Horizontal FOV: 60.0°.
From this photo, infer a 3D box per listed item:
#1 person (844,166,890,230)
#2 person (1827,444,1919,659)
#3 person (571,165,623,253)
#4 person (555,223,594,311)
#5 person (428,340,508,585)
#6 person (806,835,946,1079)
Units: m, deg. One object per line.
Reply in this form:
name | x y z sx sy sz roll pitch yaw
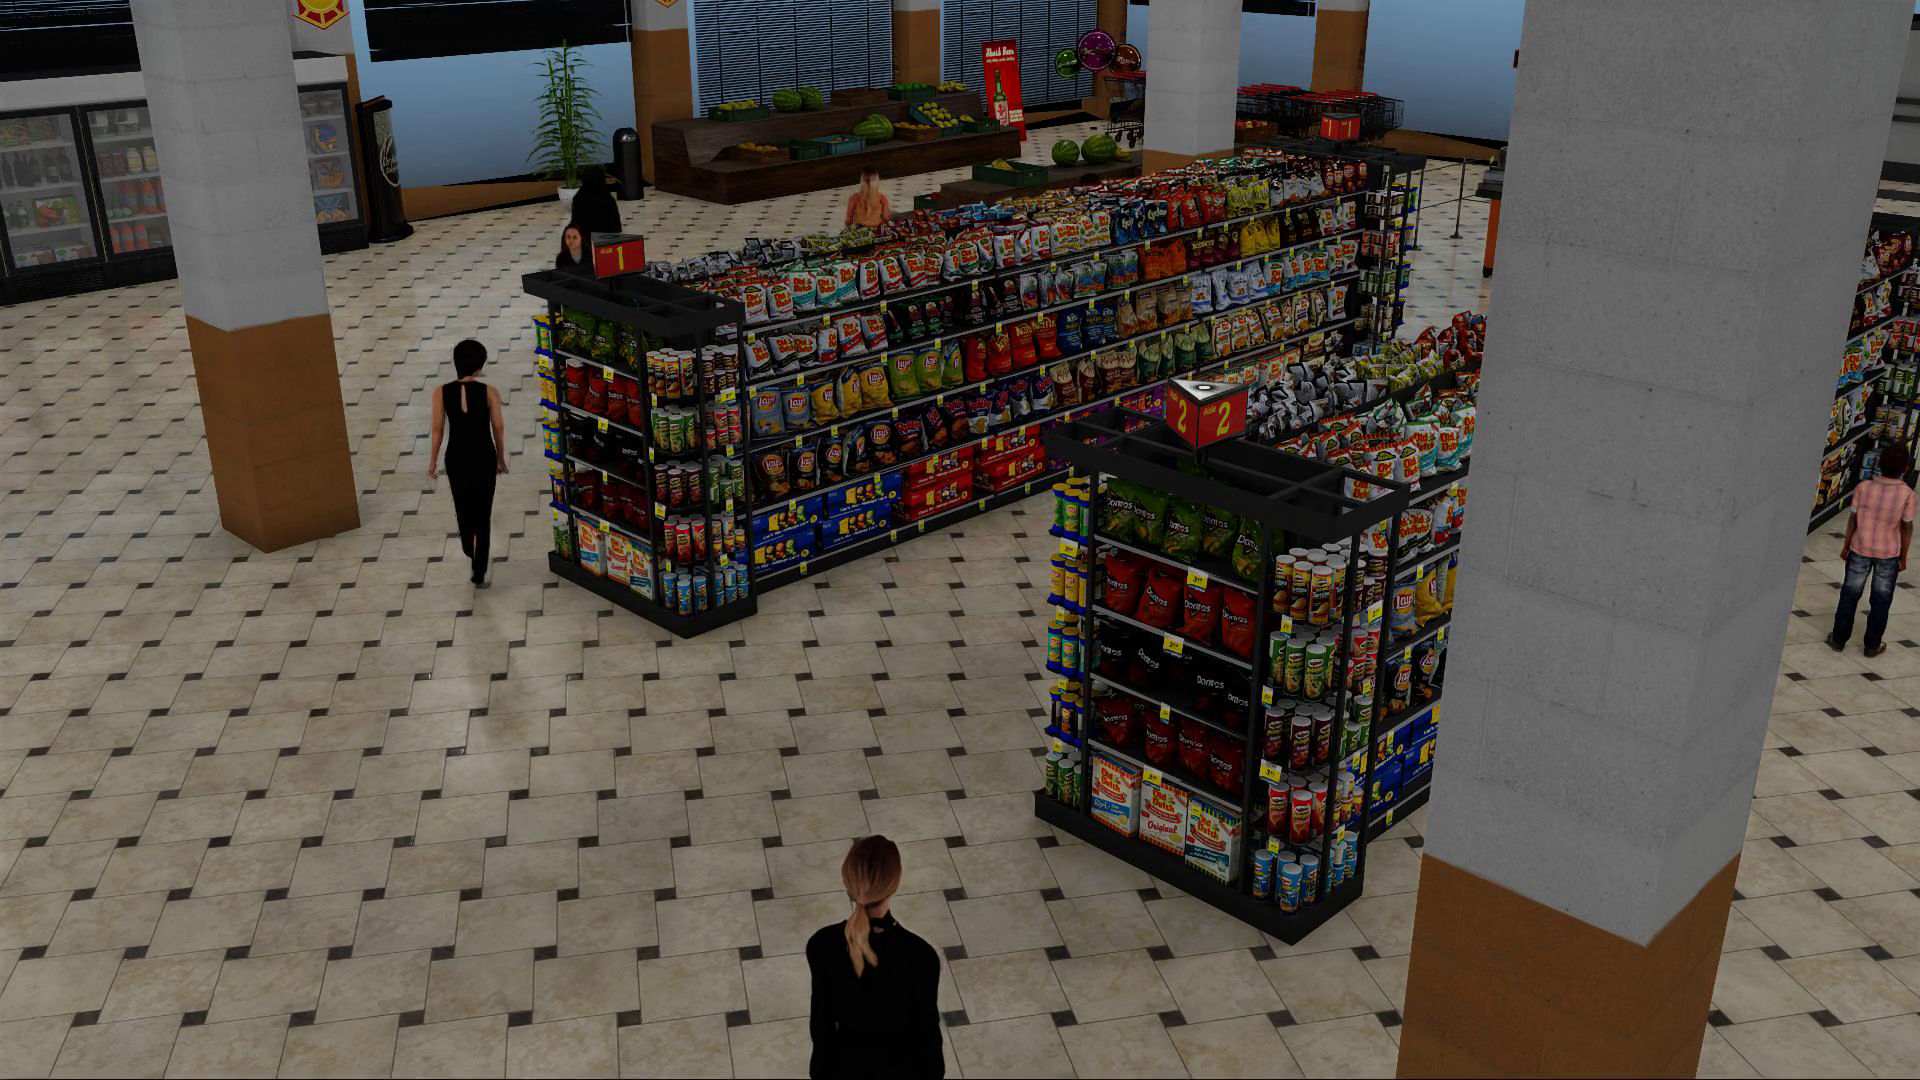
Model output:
person | -0.901 -2.890 16.676 1.166 1.577 1.002 -7 23 -18
person | 5.342 0.054 9.712 0.542 1.307 0.550 13 25 30
person | -3.699 -2.926 16.743 0.894 1.595 0.963 5 22 11
person | -3.391 -2.114 14.908 0.836 1.457 0.925 3 22 8
person | -3.121 -0.449 10.624 1.014 1.562 1.031 -4 22 -9
person | -0.249 1.683 5.041 0.655 1.768 0.687 4 22 9
